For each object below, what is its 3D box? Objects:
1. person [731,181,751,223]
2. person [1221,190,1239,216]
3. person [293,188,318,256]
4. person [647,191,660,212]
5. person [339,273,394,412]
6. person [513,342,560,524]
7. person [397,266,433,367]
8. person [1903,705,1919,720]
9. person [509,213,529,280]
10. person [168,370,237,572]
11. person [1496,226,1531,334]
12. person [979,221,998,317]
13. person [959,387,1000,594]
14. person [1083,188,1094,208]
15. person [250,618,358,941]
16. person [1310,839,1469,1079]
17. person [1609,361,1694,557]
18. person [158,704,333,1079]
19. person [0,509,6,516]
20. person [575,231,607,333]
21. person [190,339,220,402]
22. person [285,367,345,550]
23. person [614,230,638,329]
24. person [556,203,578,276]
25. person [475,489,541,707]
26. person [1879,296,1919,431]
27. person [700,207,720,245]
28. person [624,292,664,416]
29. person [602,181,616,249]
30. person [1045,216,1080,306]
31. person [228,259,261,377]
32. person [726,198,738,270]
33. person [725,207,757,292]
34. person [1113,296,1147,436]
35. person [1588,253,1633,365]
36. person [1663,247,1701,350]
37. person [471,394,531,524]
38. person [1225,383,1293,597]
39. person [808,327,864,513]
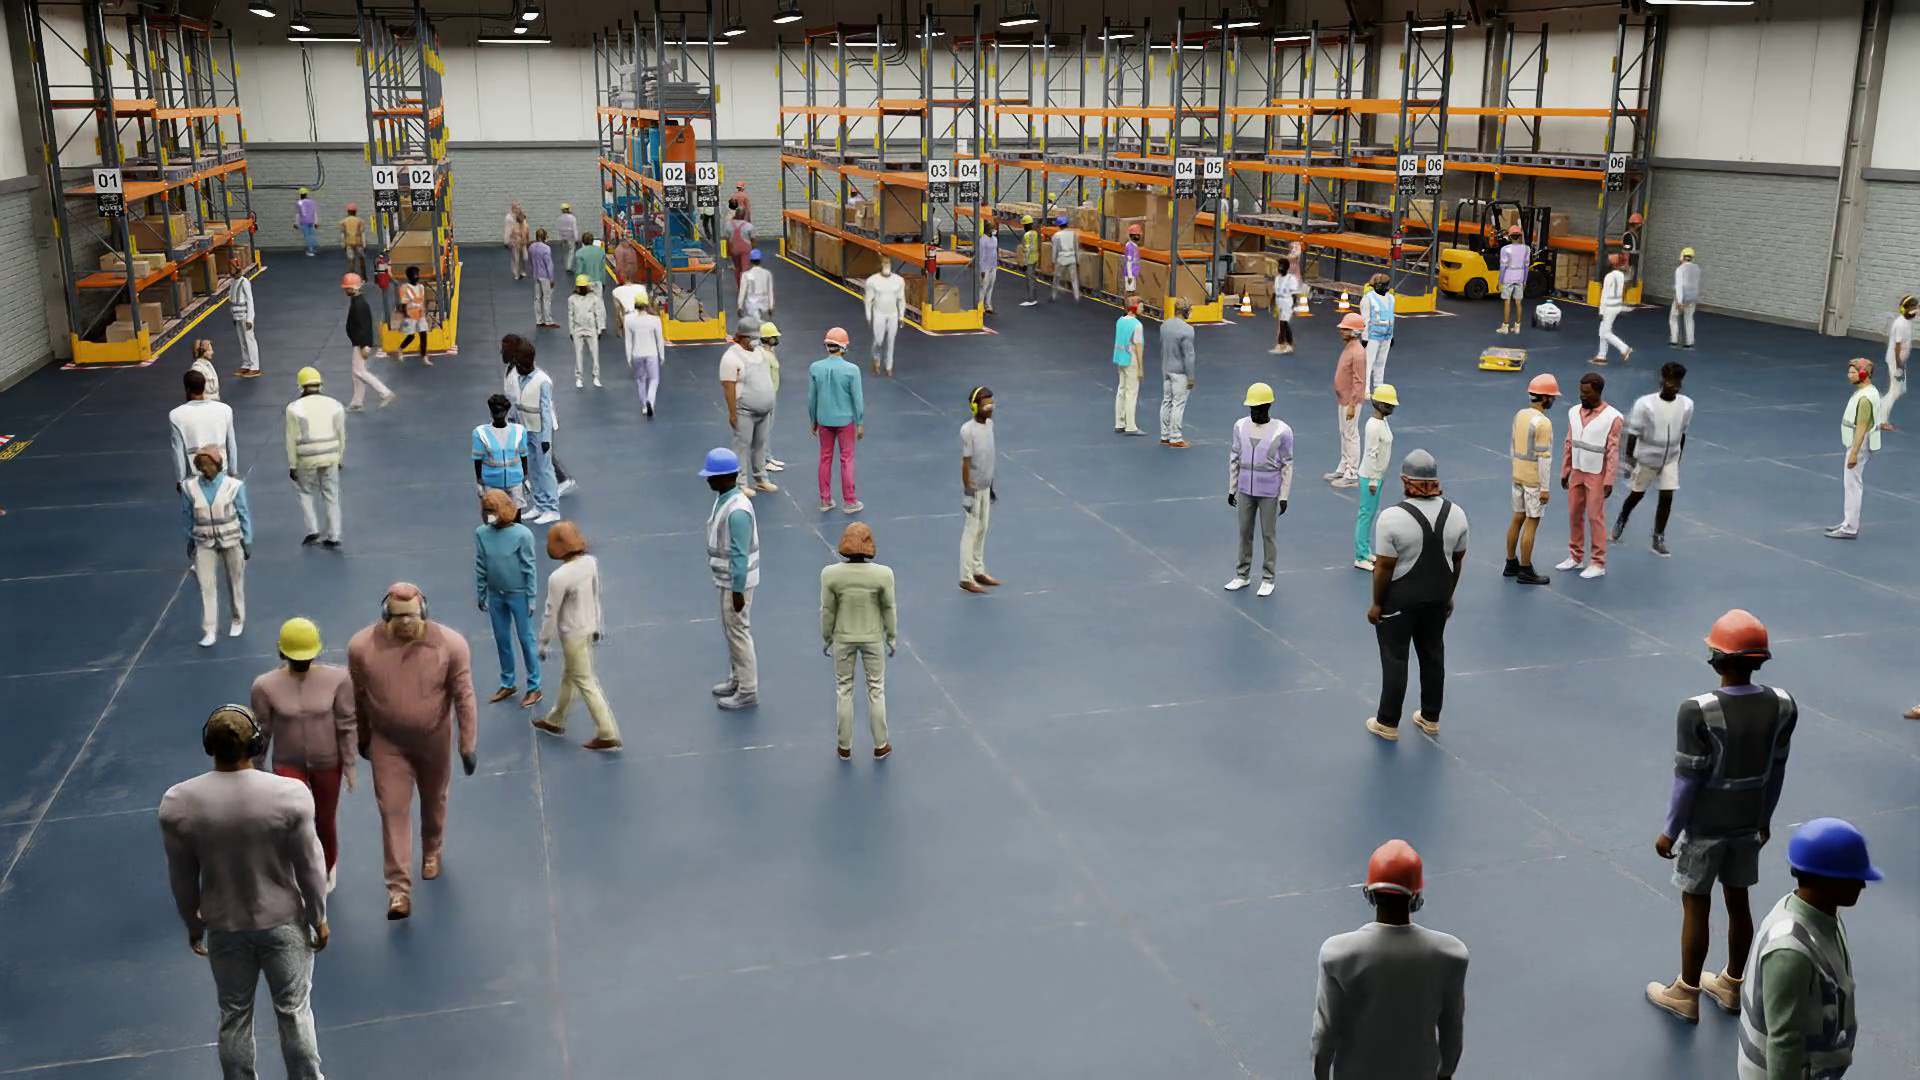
[{"bbox_3d":[-6.425,-9.538,48.915,0.608,1.995,0.377,6,16,21],"label":"person"},{"bbox_3d":[7.666,-9.023,47.119,0.585,1.915,0.695,-3,15,-11],"label":"person"},{"bbox_3d":[-18.540,-8.984,46.990,0.628,1.909,0.591,9,17,30],"label":"person"},{"bbox_3d":[-8.722,-8.884,46.759,0.623,1.840,0.430,11,18,36],"label":"person"},{"bbox_3d":[-8.487,-2.792,23.561,0.664,1.981,0.622,-6,16,-20],"label":"person"},{"bbox_3d":[-4.448,-1.130,17.454,0.584,1.910,0.394,13,20,40],"label":"person"},{"bbox_3d":[-9.098,-3.721,27.616,0.568,1.679,0.540,9,17,31],"label":"person"},{"bbox_3d":[7.028,0.435,11.581,0.401,1.905,0.657,-7,17,-26],"label":"person"},{"bbox_3d":[-10.812,-7.187,40.772,0.581,1.619,0.437,-10,18,-33],"label":"person"},{"bbox_3d":[-7.055,-0.639,15.603,0.392,1.910,0.599,13,19,39],"label":"person"},{"bbox_3d":[10.419,-4.902,31.399,0.605,2.034,0.392,-3,15,-11],"label":"person"},{"bbox_3d":[0.577,-5.546,34.029,0.385,1.931,0.630,9,17,30],"label":"person"},{"bbox_3d":[0.175,-0.462,15.007,0.310,1.868,0.533,8,17,27],"label":"person"},{"bbox_3d":[3.508,-8.805,46.292,0.383,1.924,0.590,9,17,30],"label":"person"},{"bbox_3d":[-3.538,1.214,9.013,0.549,1.723,0.833,-7,16,-23],"label":"person"},{"bbox_3d":[1.568,1.944,6.182,0.573,1.743,0.344,-1,15,-3],"label":"person"},{"bbox_3d":[6.790,-0.844,16.361,0.620,1.926,0.792,-1,15,-2],"label":"person"},{"bbox_3d":[-2.994,1.613,7.064,0.629,1.940,0.373,-2,15,-7],"label":"person"},{"bbox_3d":[-10.399,-1.144,17.437,0.367,1.939,0.635,0,15,0],"label":"person"},{"bbox_3d":[-6.956,-4.857,31.432,0.628,1.932,0.370,-13,20,-40],"label":"person"},{"bbox_3d":[-8.828,-1.537,19.501,0.314,1.634,0.514,-2,15,-9],"label":"person"},{"bbox_3d":[-6.331,-0.793,16.374,0.606,1.804,0.485,-13,20,-41],"label":"person"},{"bbox_3d":[-6.406,-5.034,32.154,0.399,1.902,0.644,3,15,11],"label":"person"},{"bbox_3d":[-9.924,-7.562,41.895,0.652,1.784,0.637,7,16,24],"label":"person"},{"bbox_3d":[-3.302,0.418,12.164,0.503,1.626,0.286,5,16,20],"label":"person"},{"bbox_3d":[12.500,-2.359,22.222,0.473,1.829,0.603,12,19,37],"label":"person"},{"bbox_3d":[-7.606,-9.931,50.422,0.677,1.973,0.525,-11,18,-36],"label":"person"},{"bbox_3d":[-4.405,-2.579,23.194,0.534,1.749,0.648,0,15,-1],"label":"person"},{"bbox_3d":[-10.407,-9.653,49.383,0.418,1.986,0.609,1,15,3],"label":"person"},{"bbox_3d":[2.249,-6.017,35.877,0.702,1.871,1.009,-7,16,-23],"label":"person"},{"bbox_3d":[-11.473,-3.549,26.597,0.359,1.883,0.573,-14,20,-42],"label":"person"},{"bbox_3d":[-5.867,-7.955,43.253,0.429,1.842,0.637,-7,17,-26],"label":"person"},{"bbox_3d":[-4.943,-6.612,37.819,0.693,2.000,1.012,4,15,16],"label":"person"},{"bbox_3d":[2.229,-2.298,21.962,0.381,1.841,0.566,-7,16,-23],"label":"person"},{"bbox_3d":[10.869,-3.813,27.615,0.678,1.869,0.582,12,19,39],"label":"person"},{"bbox_3d":[12.857,-4.269,29.479,0.611,1.787,0.667,-6,16,-22],"label":"person"},{"bbox_3d":[-4.299,-0.540,15.631,0.529,1.694,0.321,-8,17,-26],"label":"person"},{"bbox_3d":[2.660,-0.453,14.860,0.594,1.924,0.381,11,19,36],"label":"person"},{"bbox_3d":[-1.316,-1.285,17.866,0.623,1.989,0.400,5,16,18],"label":"person"}]
